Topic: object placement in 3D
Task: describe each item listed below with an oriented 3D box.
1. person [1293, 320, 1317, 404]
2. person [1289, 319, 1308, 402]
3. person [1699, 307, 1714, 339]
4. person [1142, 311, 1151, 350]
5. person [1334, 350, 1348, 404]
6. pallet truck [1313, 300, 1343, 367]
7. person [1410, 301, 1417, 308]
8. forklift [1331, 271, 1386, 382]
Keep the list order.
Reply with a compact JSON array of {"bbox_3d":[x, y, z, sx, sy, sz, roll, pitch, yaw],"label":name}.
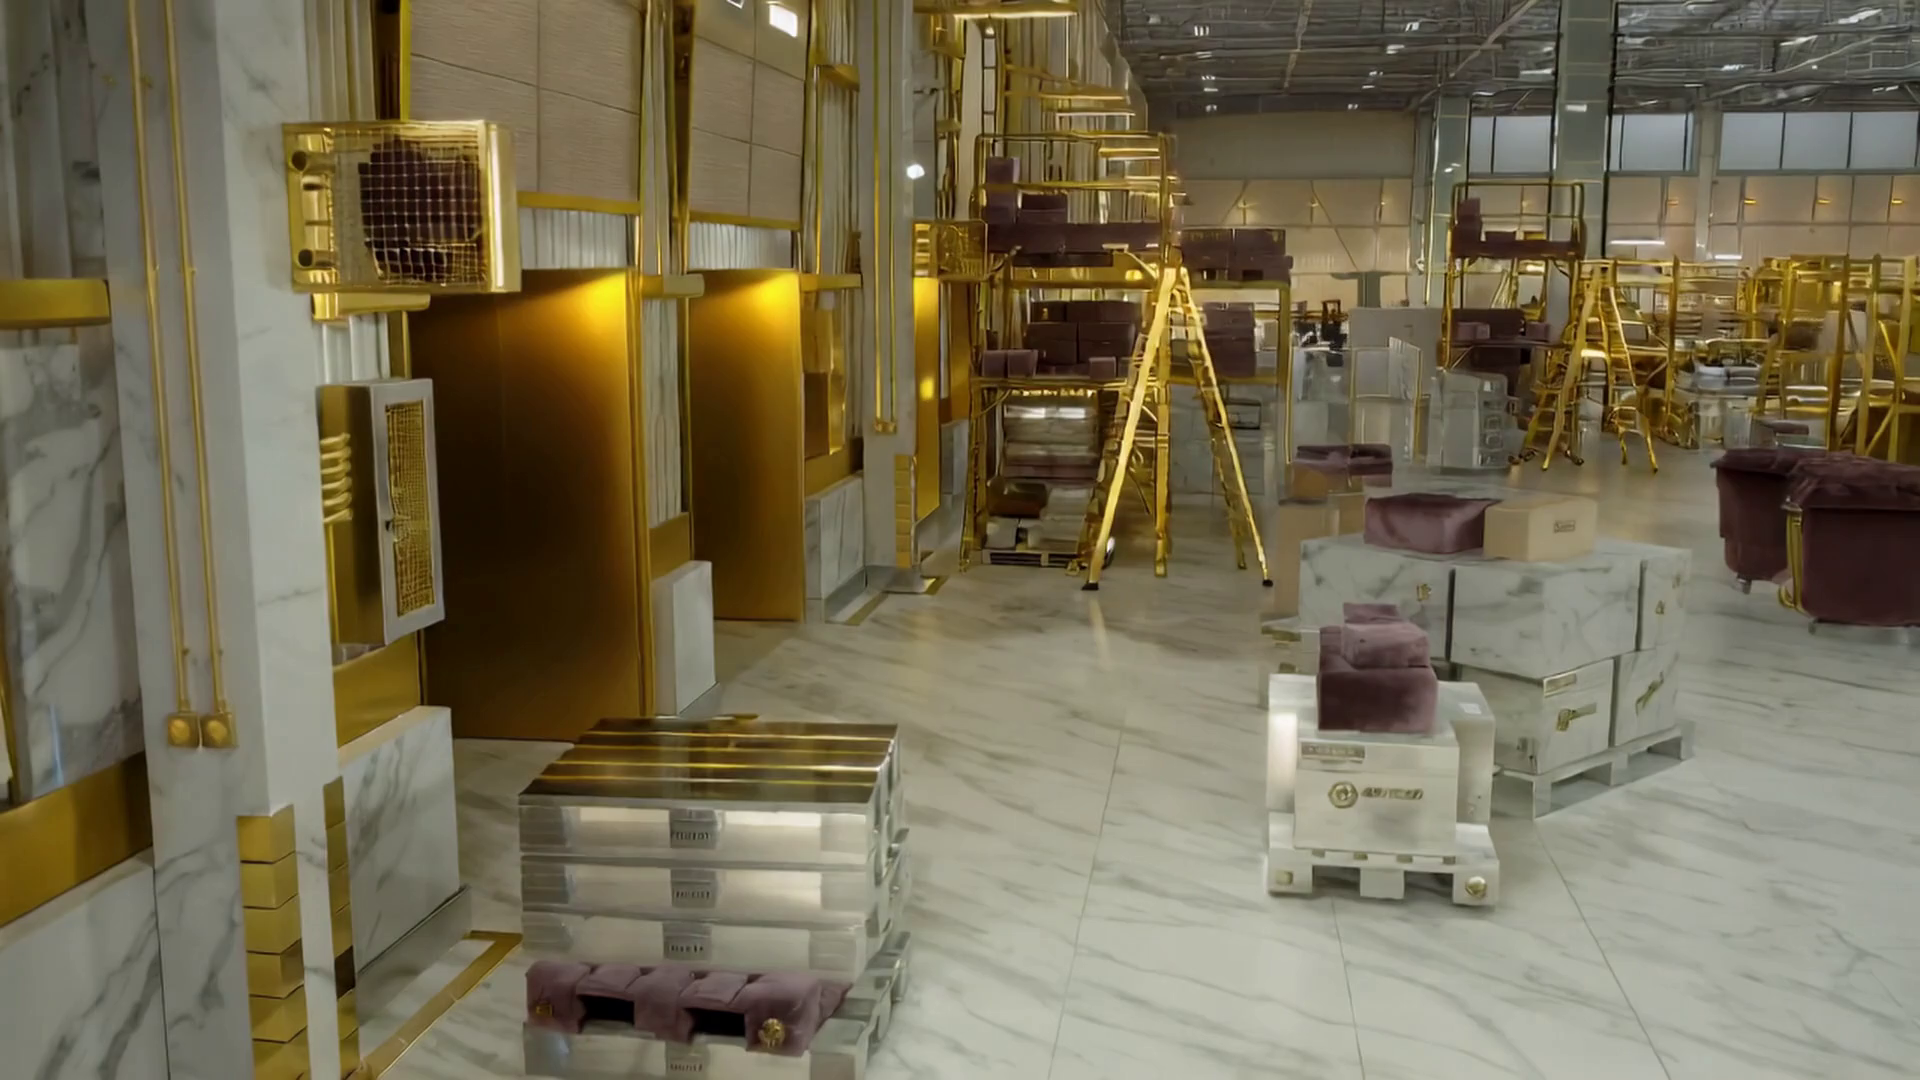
[{"bbox_3d":[7.152,-3.704,34.902,0.595,1.835,0.842,1,9,4],"label":"person"},{"bbox_3d":[6.895,-3.622,34.291,0.508,1.846,0.345,-1,9,-7],"label":"person"},{"bbox_3d":[18.695,-4.874,41.724,0.359,1.938,0.632,8,12,41],"label":"person"},{"bbox_3d":[5.482,-6.034,49.802,0.518,1.637,0.309,2,9,10],"label":"person"},{"bbox_3d":[8.419,-3.728,35.463,0.903,1.661,0.500,-4,10,-22],"label":"person"},{"bbox_3d":[11.159,-6.200,49.718,0.823,1.965,1.885,4,10,26],"label":"pallet truck"},{"bbox_3d":[14.384,-6.699,53.148,0.417,1.896,0.797,2,10,14],"label":"person"},{"bbox_3d":[10.436,-5.400,42.069,1.873,2.768,1.129,1,9,9],"label":"forklift"}]
